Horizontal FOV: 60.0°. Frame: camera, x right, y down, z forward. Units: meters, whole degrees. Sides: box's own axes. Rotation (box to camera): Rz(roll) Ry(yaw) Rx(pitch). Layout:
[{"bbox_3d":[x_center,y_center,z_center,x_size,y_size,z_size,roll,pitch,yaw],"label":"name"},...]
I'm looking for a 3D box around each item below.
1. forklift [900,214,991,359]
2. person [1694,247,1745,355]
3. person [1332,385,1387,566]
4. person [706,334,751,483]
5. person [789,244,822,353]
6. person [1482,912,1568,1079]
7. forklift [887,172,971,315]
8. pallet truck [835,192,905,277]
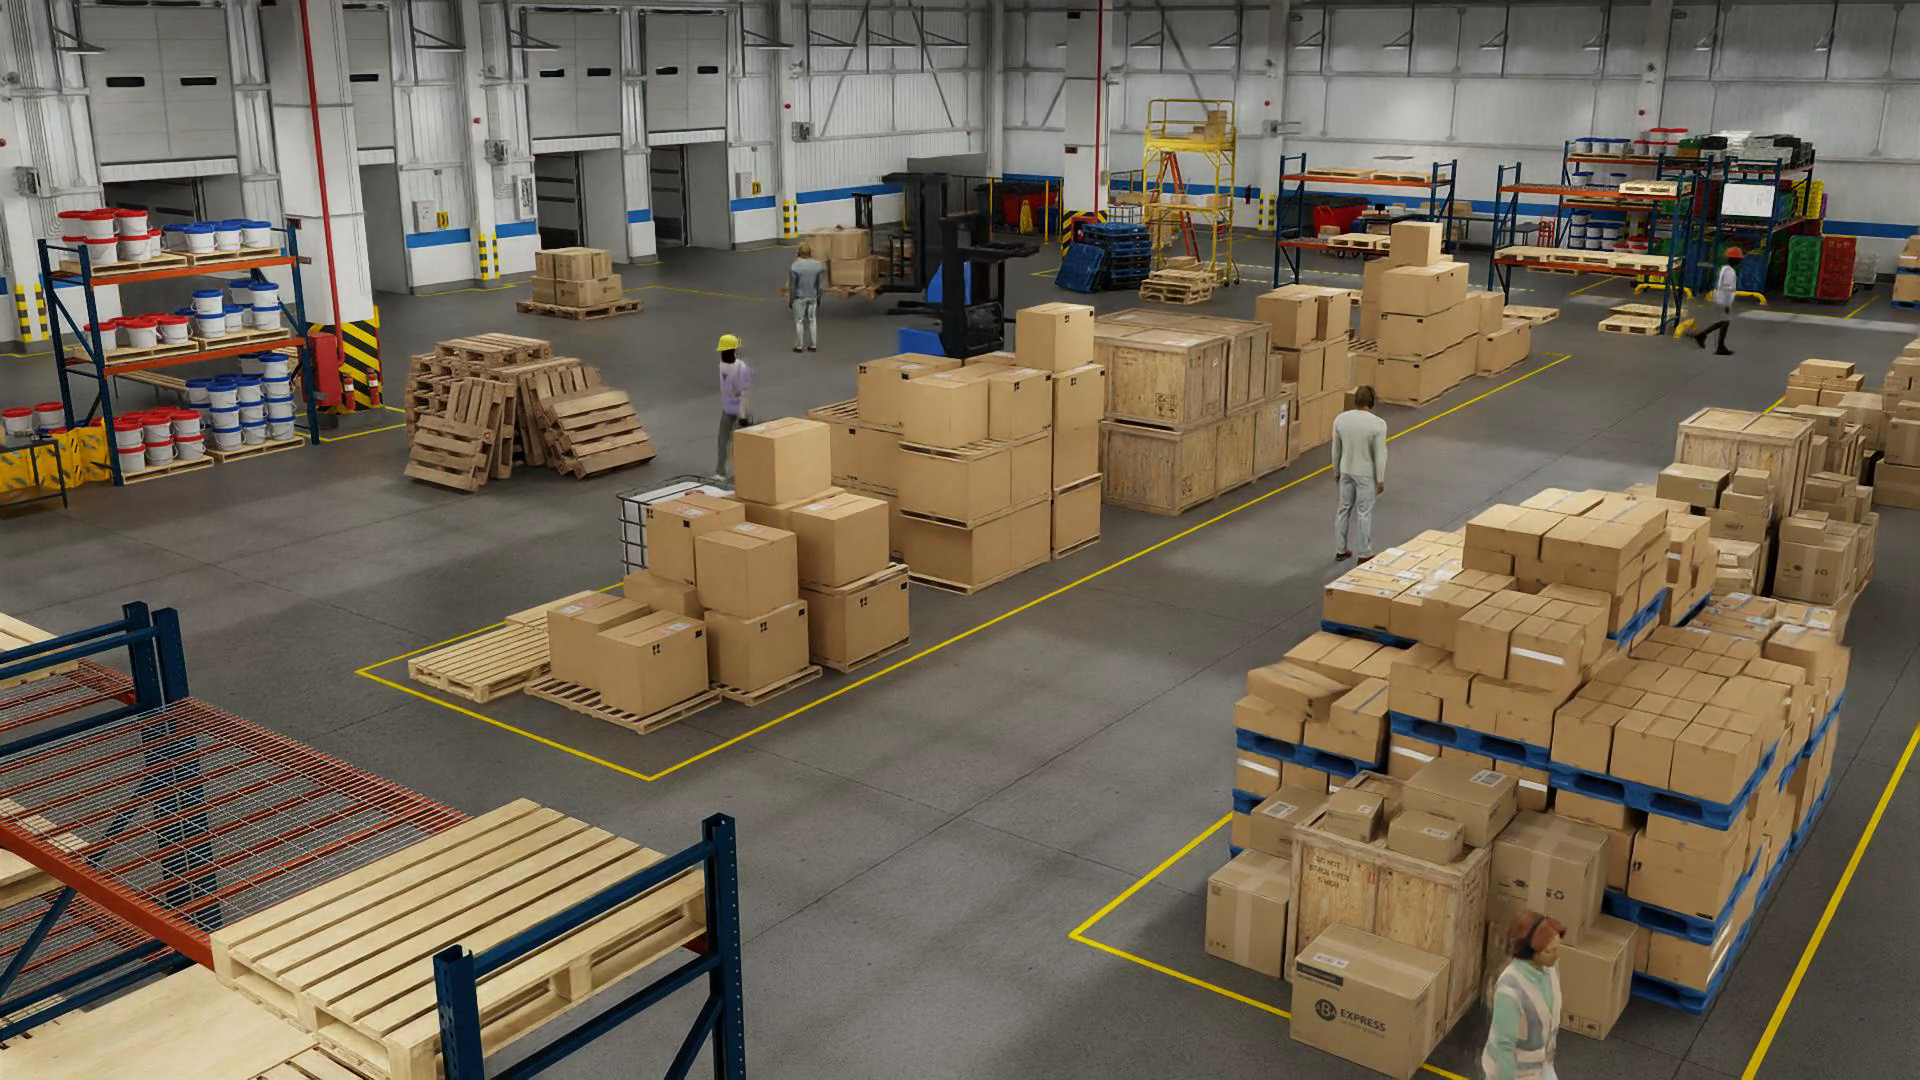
[{"bbox_3d":[0.070,-3.574,25.607,1.873,2.768,1.129,12,21,35],"label":"forklift"},{"bbox_3d":[13.462,-4.226,29.399,0.584,1.925,0.549,5,18,17],"label":"person"},{"bbox_3d":[4.233,-0.690,17.664,0.375,1.940,0.627,-16,23,-43],"label":"person"},{"bbox_3d":[-2.790,-1.692,21.088,0.596,1.891,0.954,16,23,42],"label":"person"},{"bbox_3d":[-2.746,-4.289,29.609,0.636,1.927,0.386,-9,19,-28],"label":"person"},{"bbox_3d":[2.648,2.480,7.703,0.538,1.620,0.502,-16,23,-42],"label":"person"},{"bbox_3d":[-0.447,-5.970,33.542,1.873,2.768,1.129,3,17,10],"label":"forklift"},{"bbox_3d":[-1.936,-7.159,38.982,1.885,1.965,0.823,-12,21,-34],"label":"pallet truck"}]
